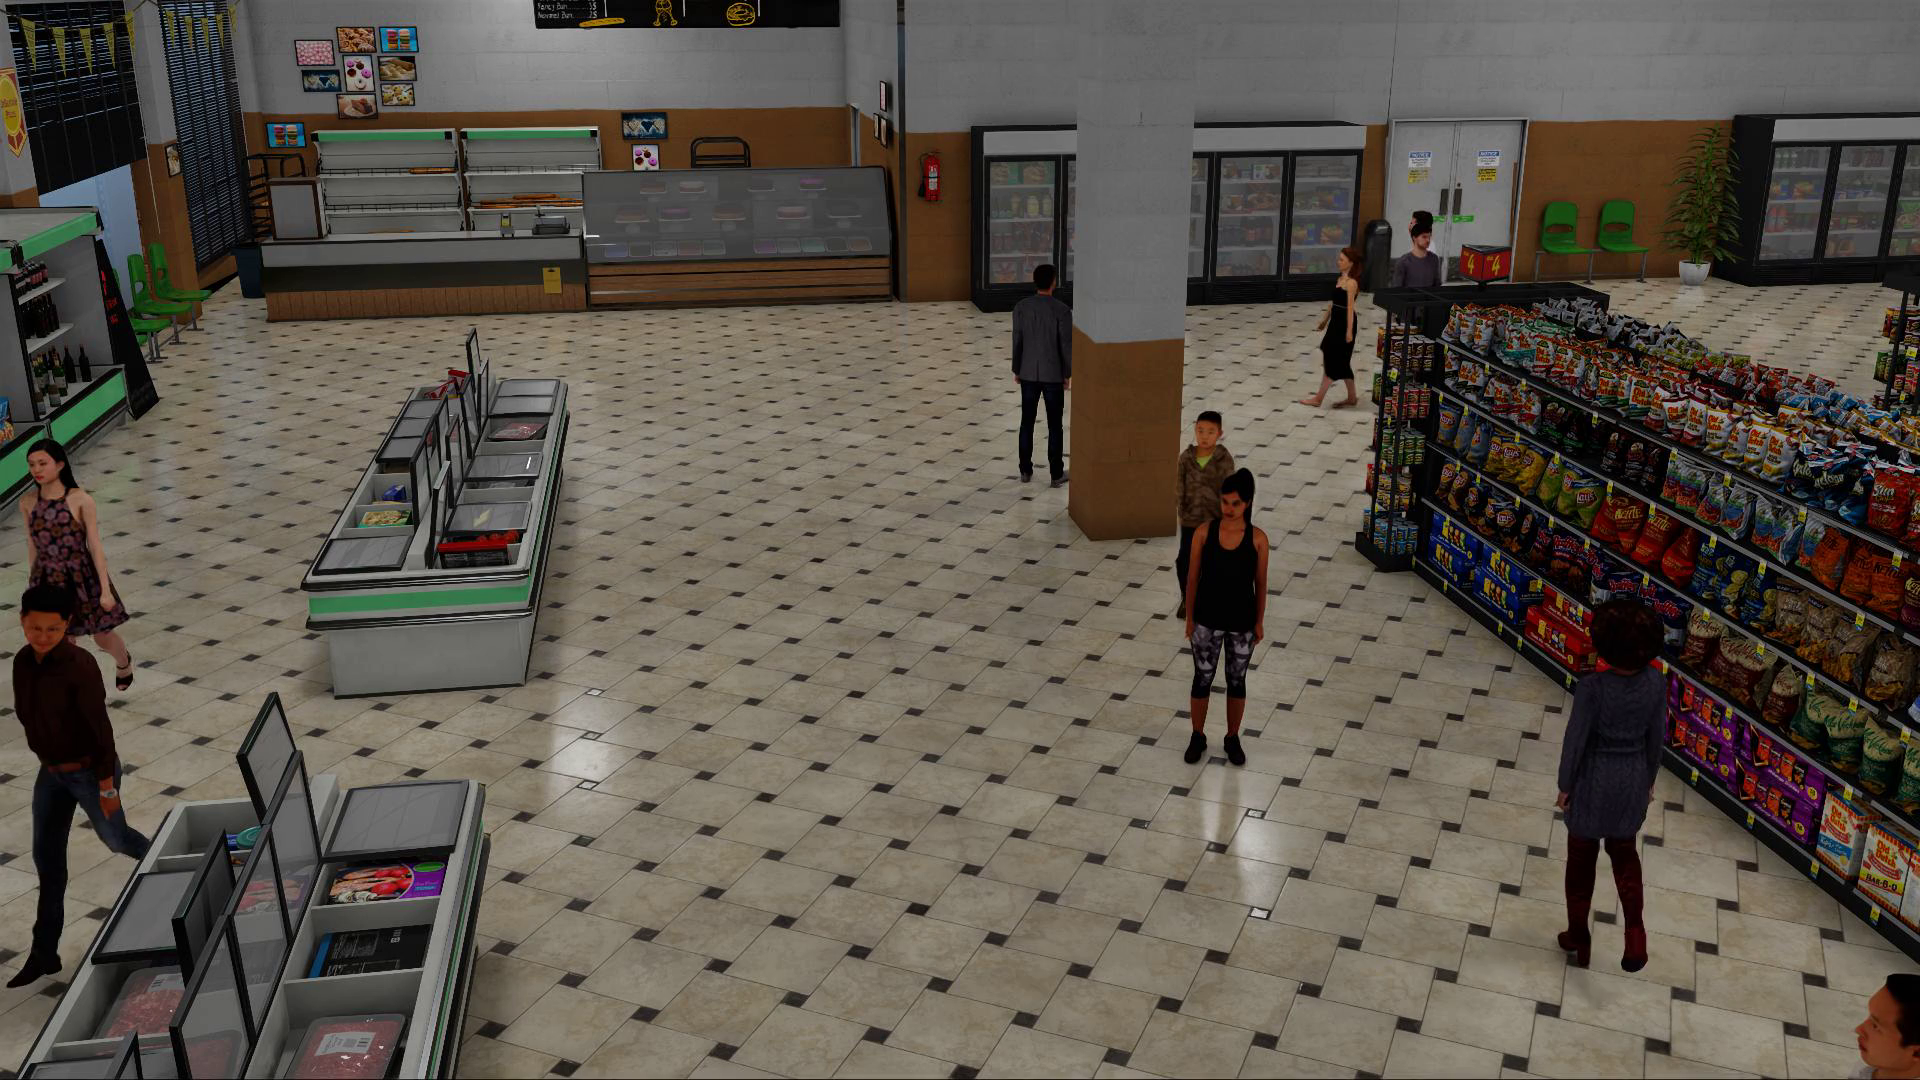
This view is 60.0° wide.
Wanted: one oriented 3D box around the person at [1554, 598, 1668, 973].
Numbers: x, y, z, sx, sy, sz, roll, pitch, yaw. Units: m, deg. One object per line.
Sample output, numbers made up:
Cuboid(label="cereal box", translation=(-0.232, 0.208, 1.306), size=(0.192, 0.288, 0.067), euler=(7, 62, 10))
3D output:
Cuboid(label="person", translation=(2.770, 1.088, 7.000), size=(0.642, 1.701, 0.826), euler=(-1, 19, -3))

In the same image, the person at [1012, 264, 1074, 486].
Cuboid(label="person", translation=(0.701, -1.407, 14.133), size=(0.777, 1.871, 0.770), euler=(7, 20, 19))

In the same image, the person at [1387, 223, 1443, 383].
Cuboid(label="person", translation=(4.551, -2.280, 16.806), size=(0.944, 1.816, 1.262), euler=(-10, 21, -27))

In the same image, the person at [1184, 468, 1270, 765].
Cuboid(label="person", translation=(1.443, 0.410, 9.055), size=(0.636, 1.672, 0.605), euler=(3, 19, 7))

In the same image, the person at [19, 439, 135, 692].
Cuboid(label="person", translation=(-4.913, 0.289, 9.306), size=(0.646, 1.742, 1.127), euler=(-2, 19, -6))

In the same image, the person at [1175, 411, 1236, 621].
Cuboid(label="person", translation=(1.661, -0.169, 11.131), size=(0.692, 1.444, 0.731), euler=(6, 20, 17))

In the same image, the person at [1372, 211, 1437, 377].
Cuboid(label="person", translation=(4.913, -2.520, 17.517), size=(1.219, 1.817, 1.195), euler=(12, 22, 31))

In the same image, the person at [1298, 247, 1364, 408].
Cuboid(label="person", translation=(3.907, -2.106, 16.624), size=(0.759, 1.604, 0.837), euler=(1, 19, 4))

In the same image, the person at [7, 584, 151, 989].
Cuboid(label="person", translation=(-3.740, 0.998, 7.229), size=(1.076, 1.724, 1.262), euler=(8, 20, 23))
